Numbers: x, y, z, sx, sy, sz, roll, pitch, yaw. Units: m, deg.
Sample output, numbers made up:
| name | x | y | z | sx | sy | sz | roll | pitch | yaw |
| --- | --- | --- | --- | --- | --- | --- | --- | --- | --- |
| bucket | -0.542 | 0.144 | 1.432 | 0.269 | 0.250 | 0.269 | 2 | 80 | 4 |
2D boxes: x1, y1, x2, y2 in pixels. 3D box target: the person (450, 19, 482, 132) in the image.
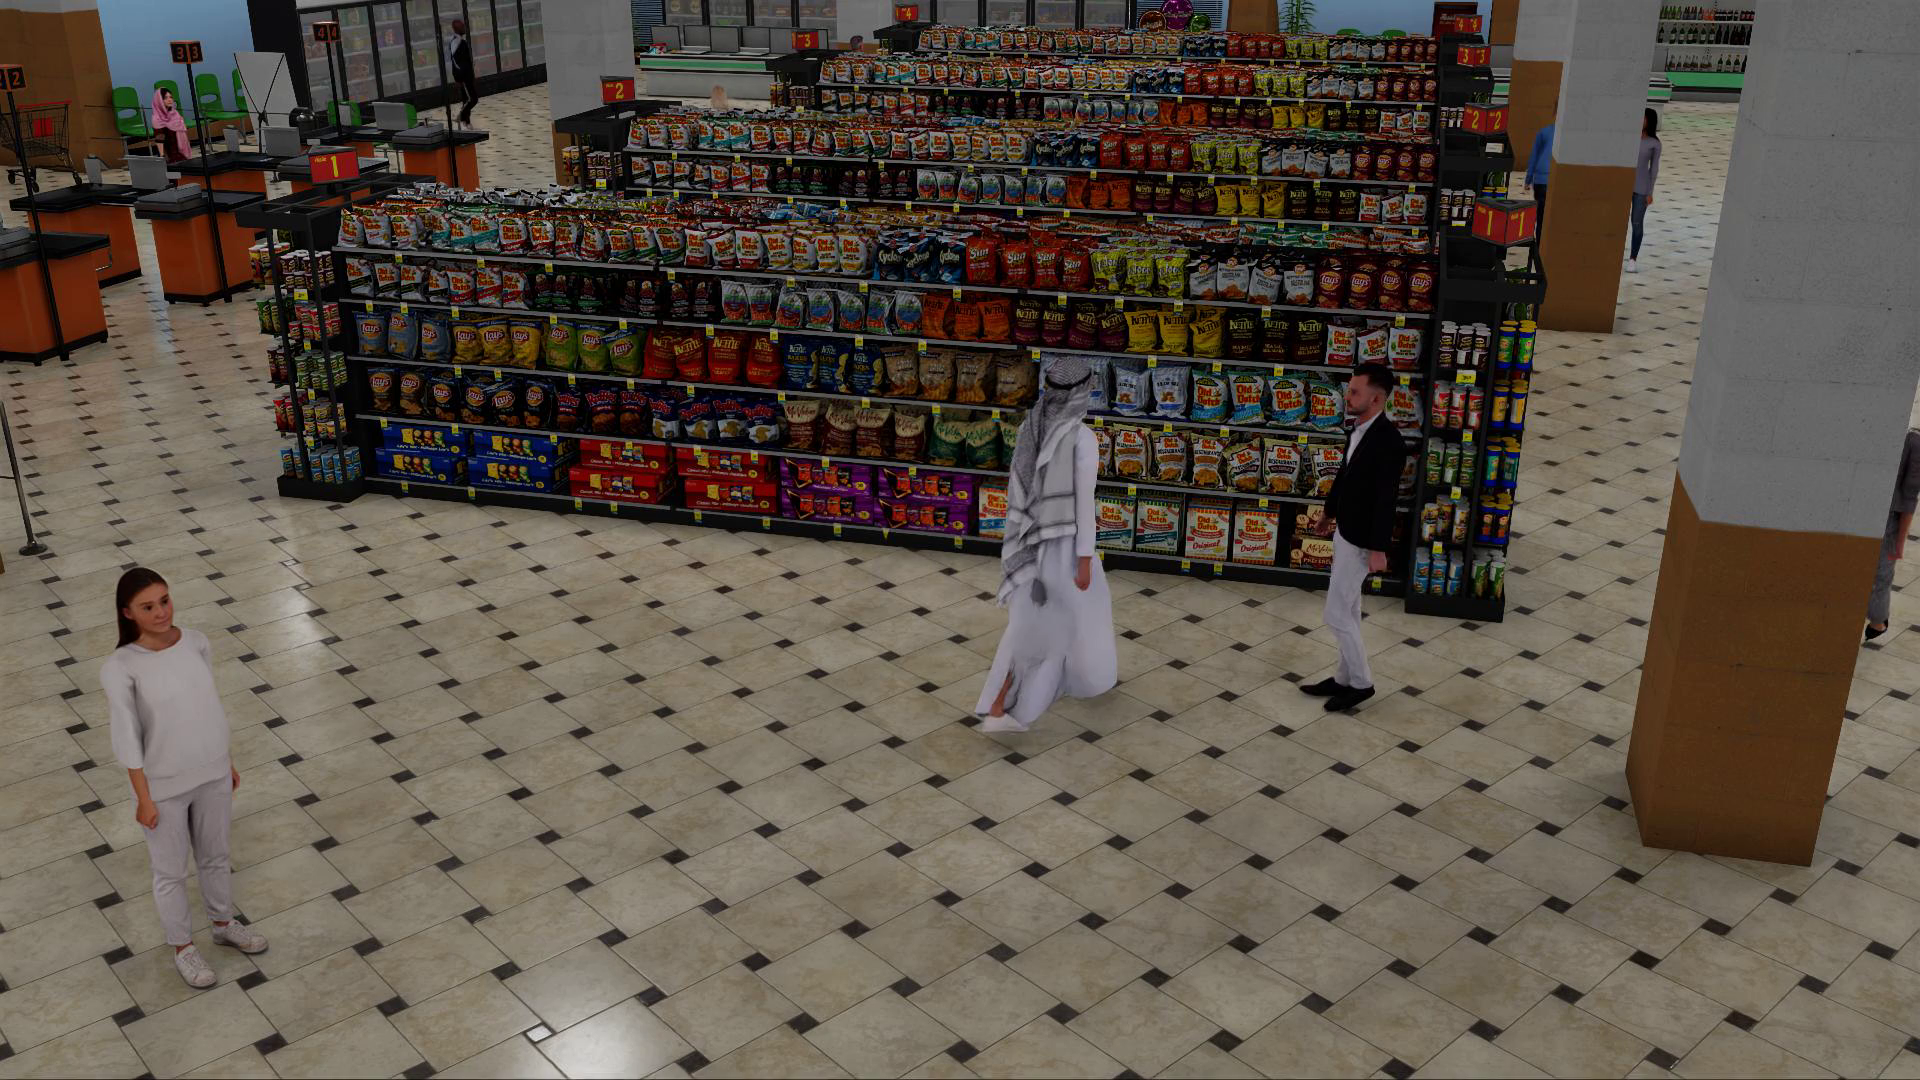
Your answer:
| name | x | y | z | sx | sy | sz | roll | pitch | yaw |
| --- | --- | --- | --- | --- | --- | --- | --- | --- | --- |
| person | -8.304 | -7.677 | 27.538 | 0.745 | 1.816 | 0.740 | 0 | 22 | 1 |

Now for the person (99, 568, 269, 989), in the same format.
| name | x | y | z | sx | sy | sz | roll | pitch | yaw |
| --- | --- | --- | --- | --- | --- | --- | --- | --- | --- |
| person | -2.999 | 0.893 | 6.382 | 0.616 | 1.689 | 0.649 | 12 | 25 | 27 |

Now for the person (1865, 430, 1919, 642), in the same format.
| name | x | y | z | sx | sy | sz | roll | pitch | yaw |
| --- | --- | --- | --- | --- | --- | --- | --- | --- | --- |
| person | 4.692 | -0.013 | 8.711 | 1.100 | 1.633 | 0.991 | 19 | 29 | 39 |

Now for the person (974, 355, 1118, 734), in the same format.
| name | x | y | z | sx | sy | sz | roll | pitch | yaw |
| --- | --- | --- | --- | --- | --- | --- | --- | --- | --- |
| person | 0.393 | 0.094 | 8.133 | 1.302 | 1.864 | 1.129 | 19 | 29 | 39 |

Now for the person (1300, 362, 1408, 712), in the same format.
| name | x | y | z | sx | sy | sz | roll | pitch | yaw |
| --- | --- | --- | --- | --- | --- | --- | --- | --- | --- |
| person | 2.103 | -0.014 | 8.447 | 0.708 | 1.831 | 0.748 | 0 | 22 | 1 |

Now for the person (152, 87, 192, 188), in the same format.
| name | x | y | z | sx | sy | sz | roll | pitch | yaw |
| --- | --- | --- | --- | --- | --- | --- | --- | --- | --- |
| person | -9.672 | -4.730 | 20.441 | 0.591 | 1.639 | 0.655 | 7 | 23 | 16 |

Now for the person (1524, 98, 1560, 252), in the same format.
| name | x | y | z | sx | sy | sz | roll | pitch | yaw |
| --- | --- | --- | --- | --- | --- | --- | --- | --- | --- |
| person | 6.462 | -3.879 | 18.115 | 0.925 | 1.795 | 0.843 | 0 | 22 | 1 |
